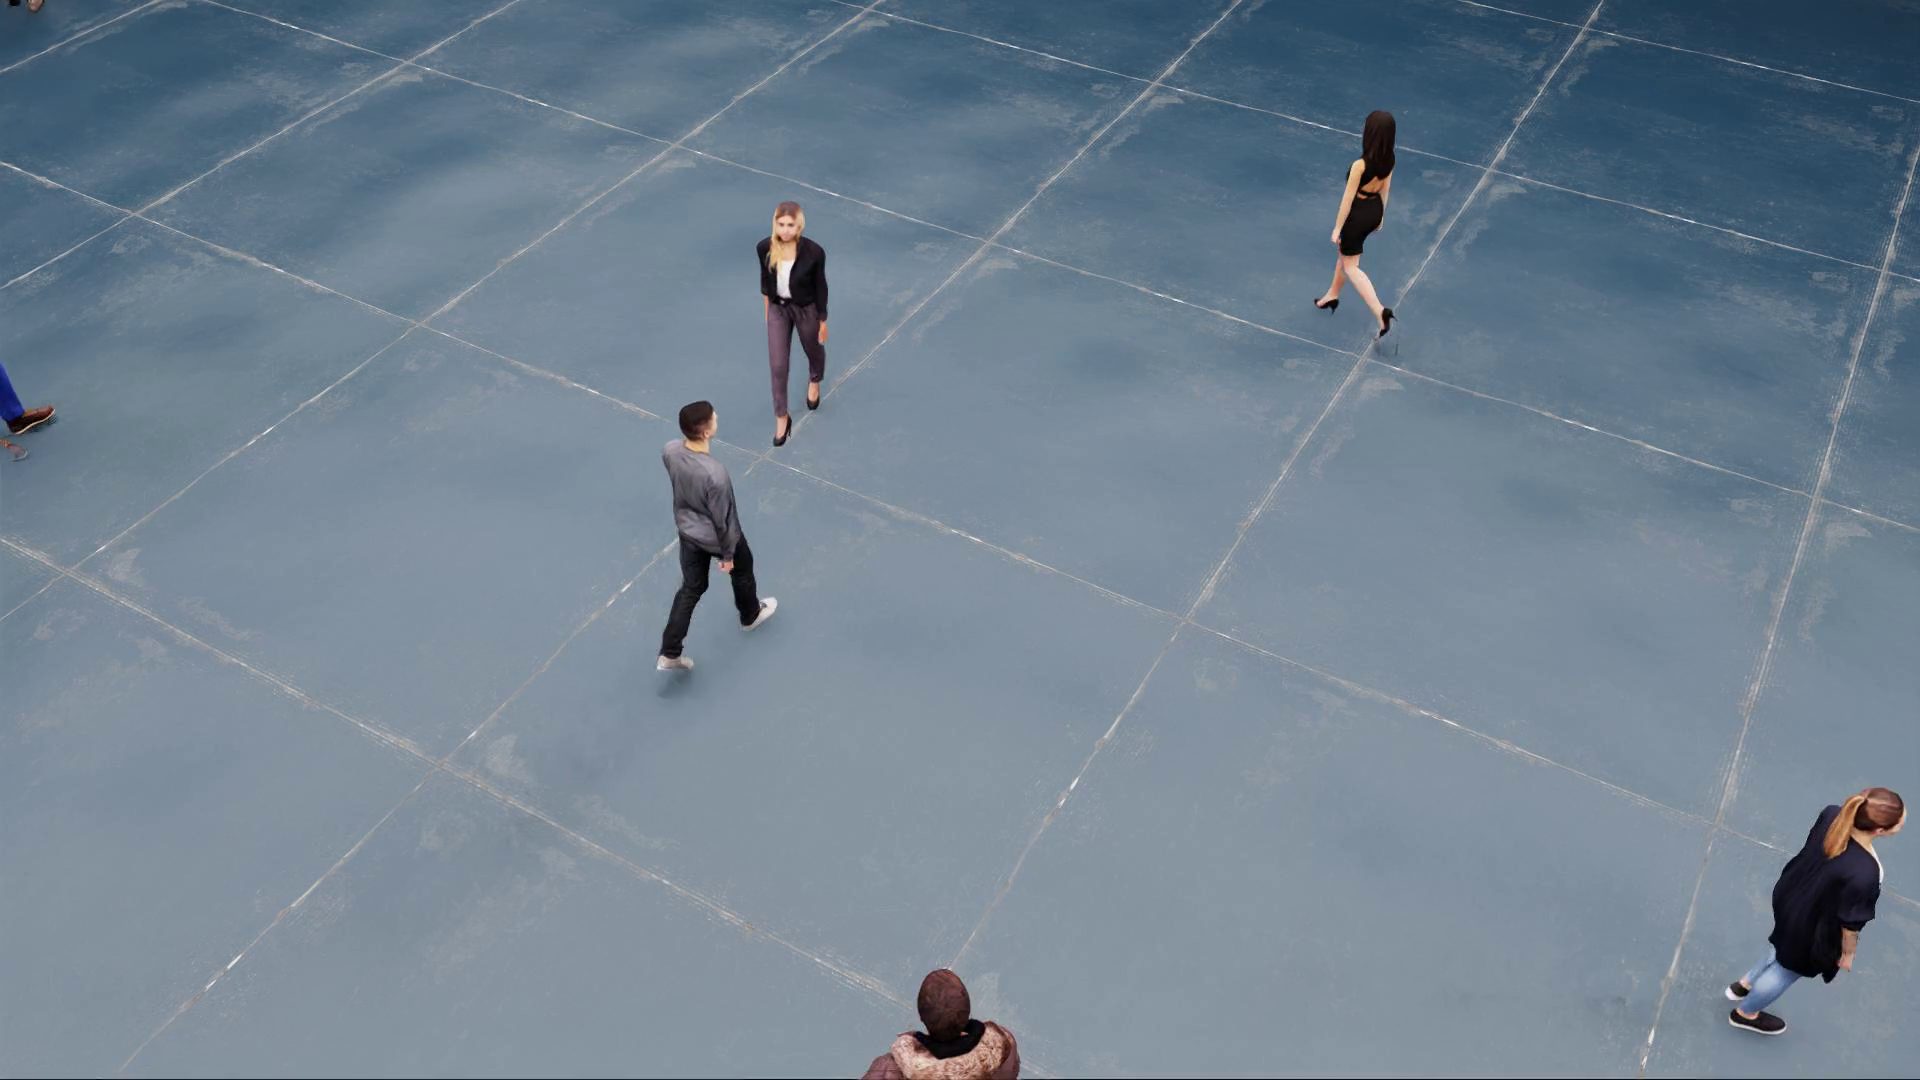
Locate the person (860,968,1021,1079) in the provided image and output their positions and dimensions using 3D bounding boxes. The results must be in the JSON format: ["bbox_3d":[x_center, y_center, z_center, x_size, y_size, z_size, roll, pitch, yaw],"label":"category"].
[{"bbox_3d":[-0.053,2.338,6.313,1.229,1.800,1.206,-18,45,-18],"label":"person"}]

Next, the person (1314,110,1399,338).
[{"bbox_3d":[2.781,-2.111,11.343,1.003,1.624,0.877,-26,48,-26],"label":"person"}]

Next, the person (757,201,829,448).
[{"bbox_3d":[-1.023,-1.468,10.622,0.819,1.642,1.014,6,43,6],"label":"person"}]

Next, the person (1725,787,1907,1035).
[{"bbox_3d":[3.607,1.624,7.192,0.809,1.676,0.720,5,42,5],"label":"person"}]

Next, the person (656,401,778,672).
[{"bbox_3d":[-1.407,0.006,8.928,0.613,1.737,1.091,22,47,22],"label":"person"}]
